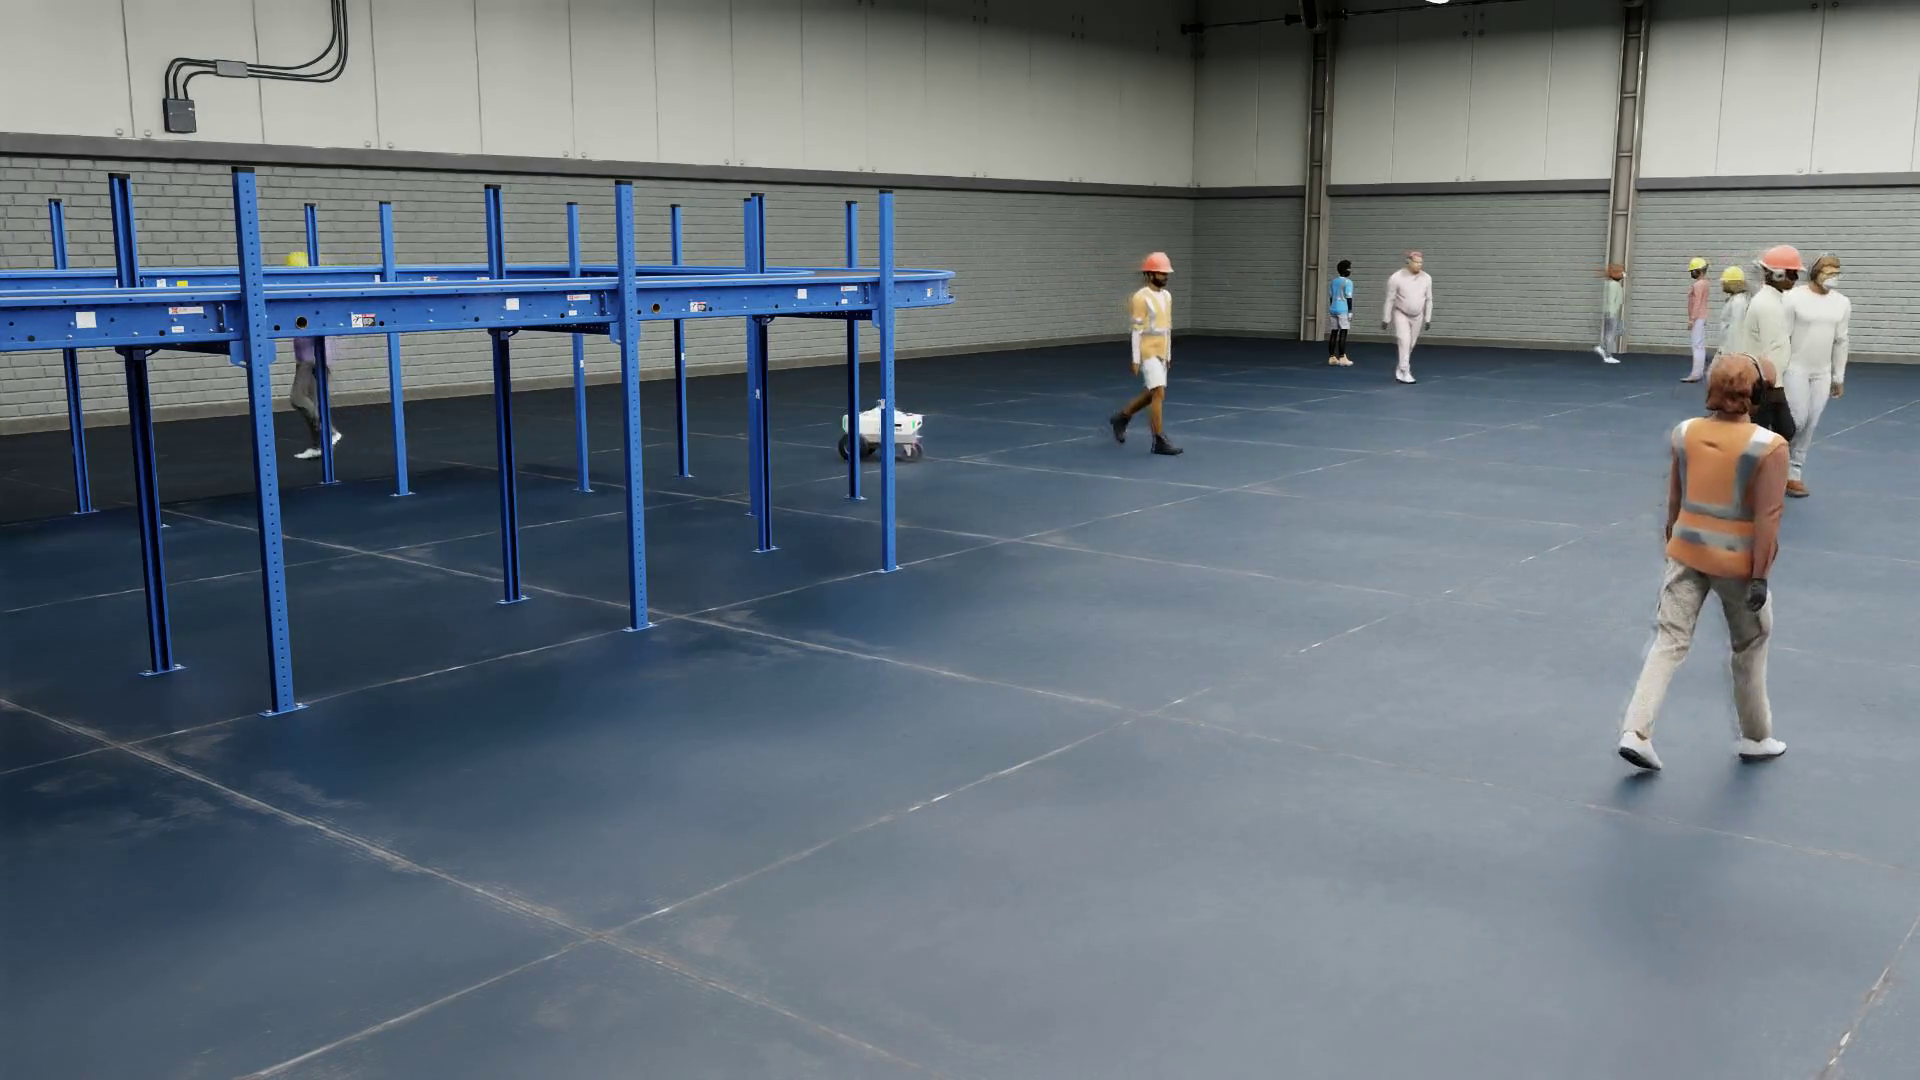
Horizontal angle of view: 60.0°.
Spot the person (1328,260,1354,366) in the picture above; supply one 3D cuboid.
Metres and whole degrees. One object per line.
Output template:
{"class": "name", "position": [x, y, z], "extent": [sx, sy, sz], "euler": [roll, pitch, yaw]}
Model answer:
{"class": "person", "position": [6.173, -3.680, 26.934], "extent": [0.321, 1.699, 0.537], "euler": [-4, 11, -23]}

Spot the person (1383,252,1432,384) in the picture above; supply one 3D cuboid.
{"class": "person", "position": [6.403, -3.203, 23.875], "extent": [0.690, 1.861, 0.934], "euler": [-2, 10, -10]}

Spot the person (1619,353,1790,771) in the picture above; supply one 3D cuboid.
{"class": "person", "position": [2.856, 0.090, 6.338], "extent": [0.838, 1.604, 0.524], "euler": [-6, 12, -32]}

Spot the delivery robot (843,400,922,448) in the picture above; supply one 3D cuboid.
{"class": "delivery robot", "position": [-0.717, -1.058, 15.435], "extent": [0.707, 0.478, 0.477], "euler": [2, 10, 9]}

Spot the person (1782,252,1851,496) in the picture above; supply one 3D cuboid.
{"class": "person", "position": [6.707, -1.304, 13.158], "extent": [0.649, 1.916, 0.440], "euler": [-2, 10, -11]}

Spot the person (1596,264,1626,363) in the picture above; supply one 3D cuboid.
{"class": "person", "position": [10.811, -3.742, 27.478], "extent": [0.382, 1.626, 0.515], "euler": [6, 12, 28]}

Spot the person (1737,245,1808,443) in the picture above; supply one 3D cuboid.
{"class": "person", "position": [5.928, -1.159, 12.197], "extent": [0.480, 1.972, 0.643], "euler": [5, 11, 26]}

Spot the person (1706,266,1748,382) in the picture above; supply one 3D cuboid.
{"class": "person", "position": [8.183, -2.043, 17.747], "extent": [0.354, 1.730, 0.505], "euler": [3, 11, 18]}

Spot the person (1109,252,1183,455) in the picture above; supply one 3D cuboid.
{"class": "person", "position": [1.782, -1.798, 15.948], "extent": [0.844, 1.911, 0.548], "euler": [9, 13, 40]}

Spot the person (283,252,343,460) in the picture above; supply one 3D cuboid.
{"class": "person", "position": [-6.019, -1.687, 15.307], "extent": [0.420, 1.908, 0.606], "euler": [-5, 12, -28]}

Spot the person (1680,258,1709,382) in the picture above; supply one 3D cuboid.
{"class": "person", "position": [10.539, -3.147, 23.821], "extent": [0.321, 1.761, 0.522], "euler": [7, 12, 35]}
